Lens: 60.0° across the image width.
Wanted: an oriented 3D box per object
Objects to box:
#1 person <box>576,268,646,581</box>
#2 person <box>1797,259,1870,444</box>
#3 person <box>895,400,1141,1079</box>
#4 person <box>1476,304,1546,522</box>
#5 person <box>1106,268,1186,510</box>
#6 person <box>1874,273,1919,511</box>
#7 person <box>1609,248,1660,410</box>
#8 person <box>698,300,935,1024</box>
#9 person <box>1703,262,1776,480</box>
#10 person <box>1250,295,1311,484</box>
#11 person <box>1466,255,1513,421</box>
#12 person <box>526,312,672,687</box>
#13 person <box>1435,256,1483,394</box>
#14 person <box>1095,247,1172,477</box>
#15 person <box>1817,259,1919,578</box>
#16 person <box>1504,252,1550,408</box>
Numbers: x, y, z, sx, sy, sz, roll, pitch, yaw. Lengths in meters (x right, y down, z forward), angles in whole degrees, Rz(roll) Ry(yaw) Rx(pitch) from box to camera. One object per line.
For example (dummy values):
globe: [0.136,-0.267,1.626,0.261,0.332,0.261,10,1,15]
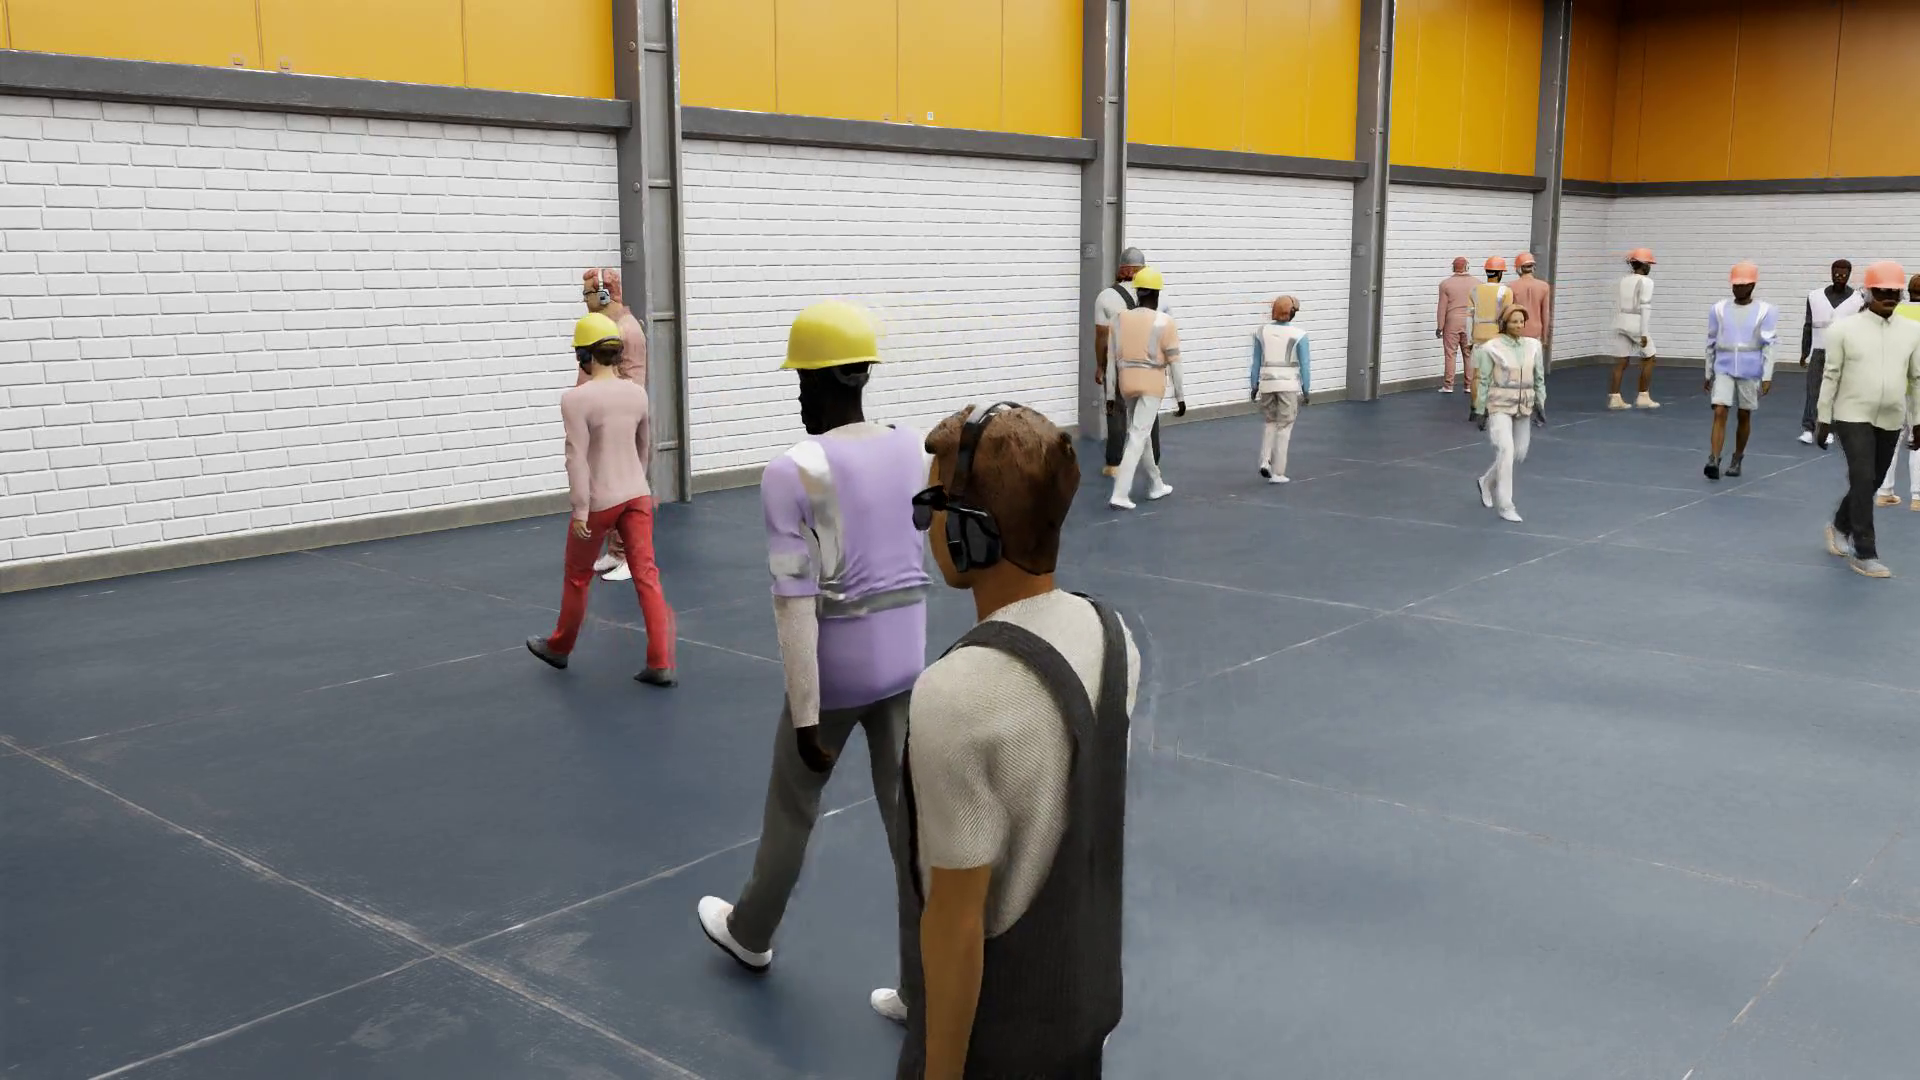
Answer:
person: [-2.140,-0.704,10.188,0.401,1.901,0.651,-5,11,-27]
person: [8.947,-1.914,17.069,0.625,1.897,0.741,7,12,34]
person: [0.134,0.704,2.417,0.826,1.819,0.516,7,12,35]
person: [4.115,-0.975,12.549,0.520,1.614,0.709,-3,10,-17]
person: [1.449,-1.188,13.034,0.603,1.873,1.017,7,12,36]
person: [7.407,-1.154,12.917,0.430,1.844,0.624,-5,11,-27]
person: [8.508,-2.630,20.806,0.770,2.012,0.632,-3,10,-15]
person: [-0.344,0.319,4.421,0.598,1.882,0.966,-8,13,-40]
person: [6.760,-1.453,14.473,0.573,1.888,0.962,6,12,31]
person: [2.768,-1.289,14.305,0.535,1.620,0.393,7,12,36]
person: [6.182,-2.338,19.384,0.552,1.935,0.366,9,13,41]
person: [-1.680,-0.189,7.774,0.902,1.720,0.545,8,13,39]
person: [6.945,-2.989,23.193,0.642,1.905,0.401,-1,10,-3]
person: [1.514,-1.585,14.805,0.684,2.000,0.535,-1,10,-5]
person: [5.757,-0.795,10.551,0.624,1.962,0.963,0,10,3]
person: [7.035,-2.604,20.802,0.612,1.978,0.415,-1,10,-6]
